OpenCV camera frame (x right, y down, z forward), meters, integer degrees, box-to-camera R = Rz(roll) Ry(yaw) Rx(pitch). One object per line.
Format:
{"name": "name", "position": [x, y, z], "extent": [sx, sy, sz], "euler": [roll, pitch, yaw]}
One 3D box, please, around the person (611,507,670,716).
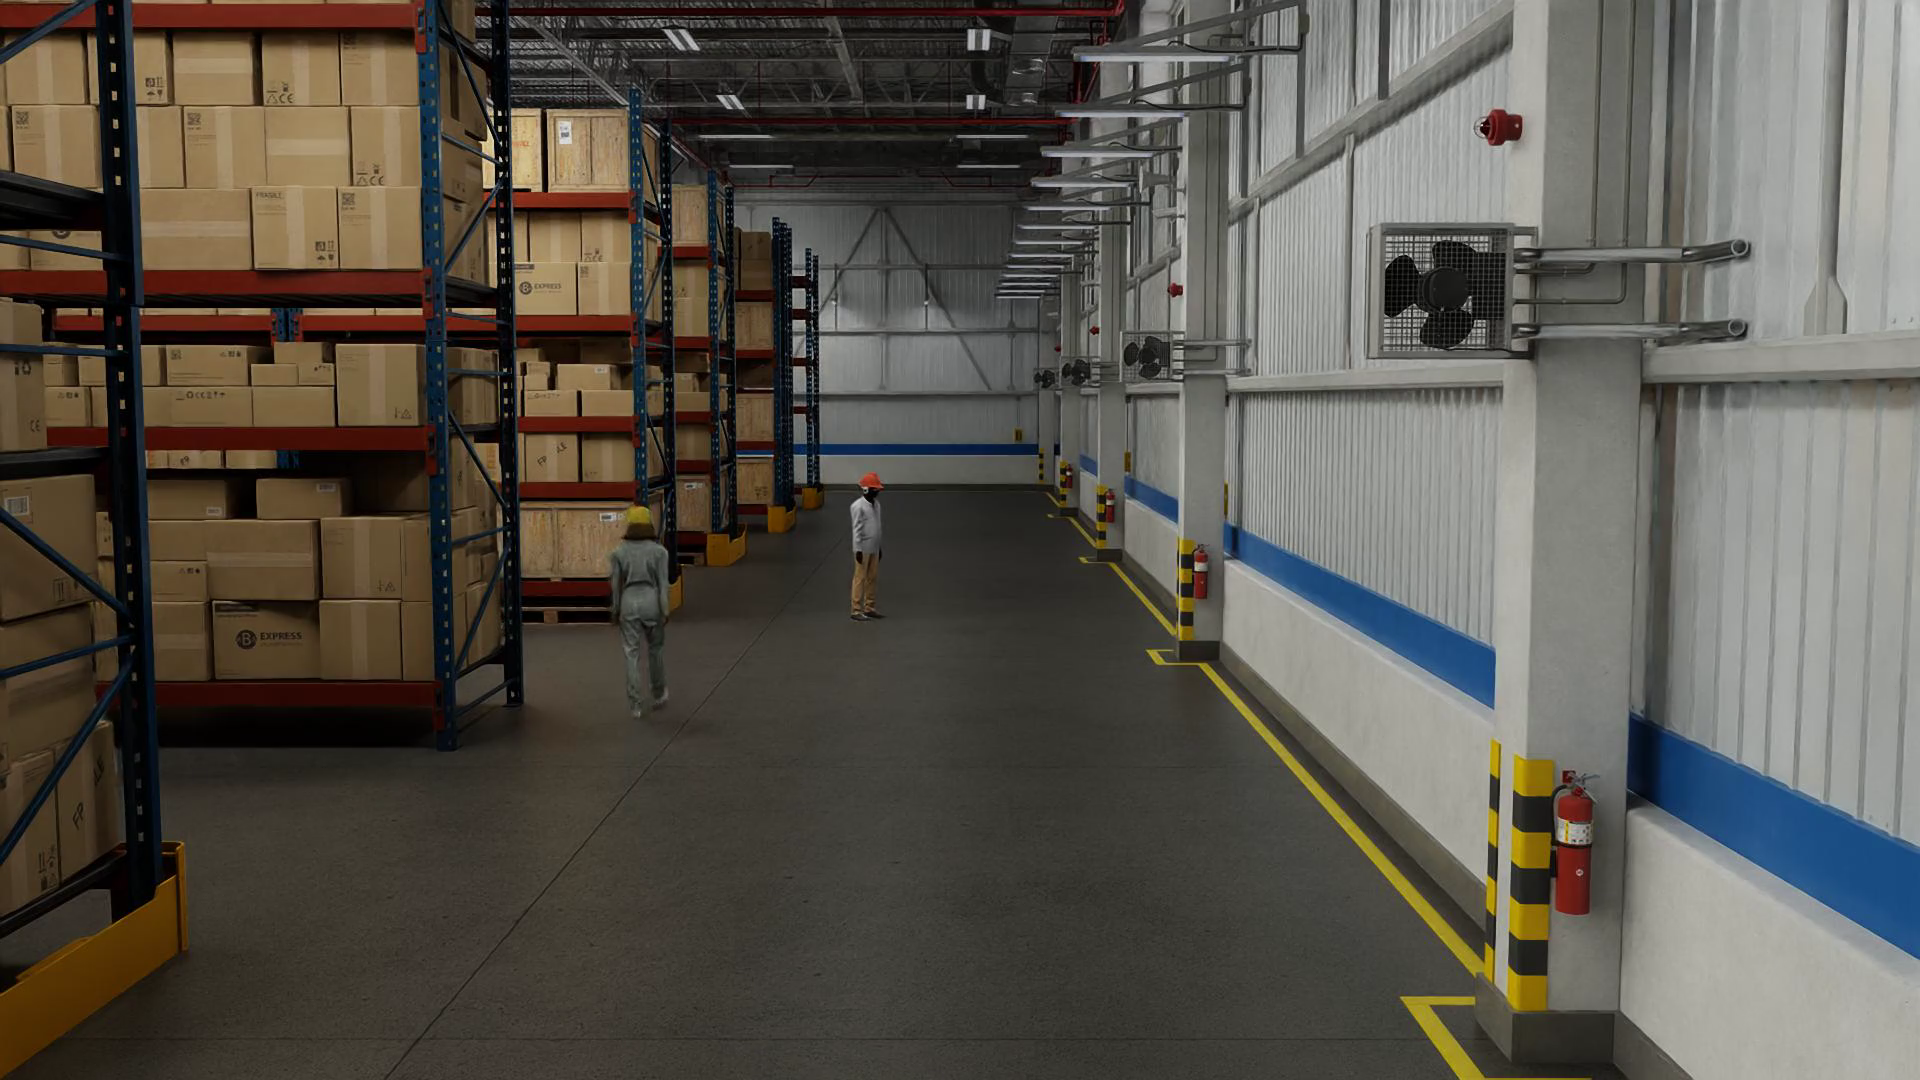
{"name": "person", "position": [-2.647, 0.578, 13.879], "extent": [0.502, 1.702, 0.860], "euler": [0, 5, -2]}

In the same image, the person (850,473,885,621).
{"name": "person", "position": [-1.063, 0.081, 19.537], "extent": [0.352, 1.742, 0.565], "euler": [3, 6, 30]}
